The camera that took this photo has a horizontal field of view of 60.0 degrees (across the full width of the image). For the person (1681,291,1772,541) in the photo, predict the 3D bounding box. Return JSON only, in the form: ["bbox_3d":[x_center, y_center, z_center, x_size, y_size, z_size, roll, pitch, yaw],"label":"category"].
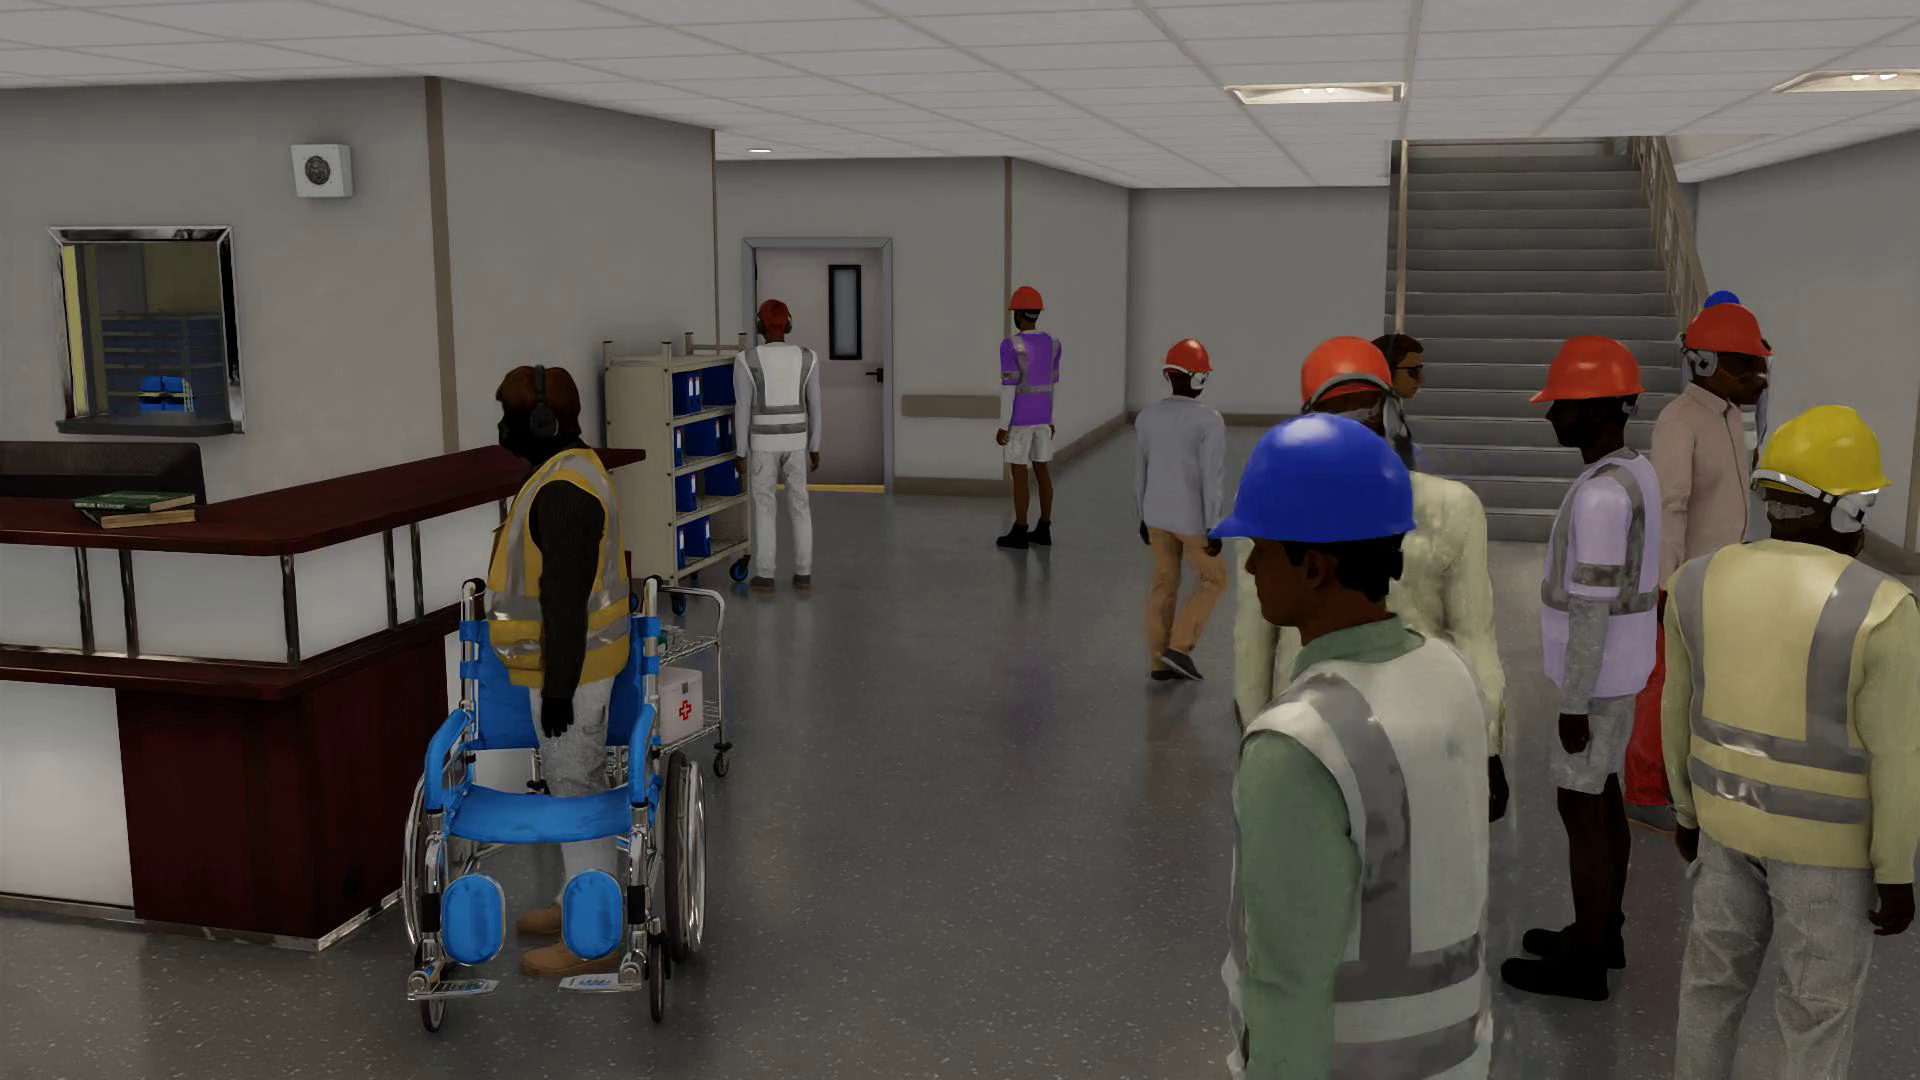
[{"bbox_3d":[4.830,-0.609,10.599,0.603,1.937,0.402,-1,10,-8],"label":"person"}]

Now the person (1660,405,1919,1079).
[{"bbox_3d":[1.833,0.621,3.662,0.403,1.835,0.588,-6,11,-30],"label":"person"}]

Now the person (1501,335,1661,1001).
[{"bbox_3d":[1.816,0.375,4.849,0.378,1.931,0.545,6,11,30],"label":"person"}]

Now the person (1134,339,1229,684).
[{"bbox_3d":[1.116,-0.130,8.339,0.394,1.742,0.583,-8,13,-40],"label":"person"}]

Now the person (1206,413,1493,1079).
[{"bbox_3d":[0.594,0.783,2.434,0.536,1.934,0.619,8,13,40],"label":"person"}]

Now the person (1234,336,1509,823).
[{"bbox_3d":[0.972,0.501,4.001,0.680,1.954,0.629,4,10,23],"label":"person"}]

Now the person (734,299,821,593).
[{"bbox_3d":[-1.172,-0.601,10.705,0.584,1.883,0.337,-4,11,-24],"label":"person"}]

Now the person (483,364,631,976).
[{"bbox_3d":[-1.219,0.385,5.067,0.429,1.836,0.628,-3,10,-15],"label":"person"}]

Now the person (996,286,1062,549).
[{"bbox_3d":[0.488,-0.902,12.327,0.548,1.938,0.358,-8,12,-39],"label":"person"}]

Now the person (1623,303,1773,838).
[{"bbox_3d":[2.751,0.117,6.200,0.402,1.987,0.608,8,13,41],"label":"person"}]
